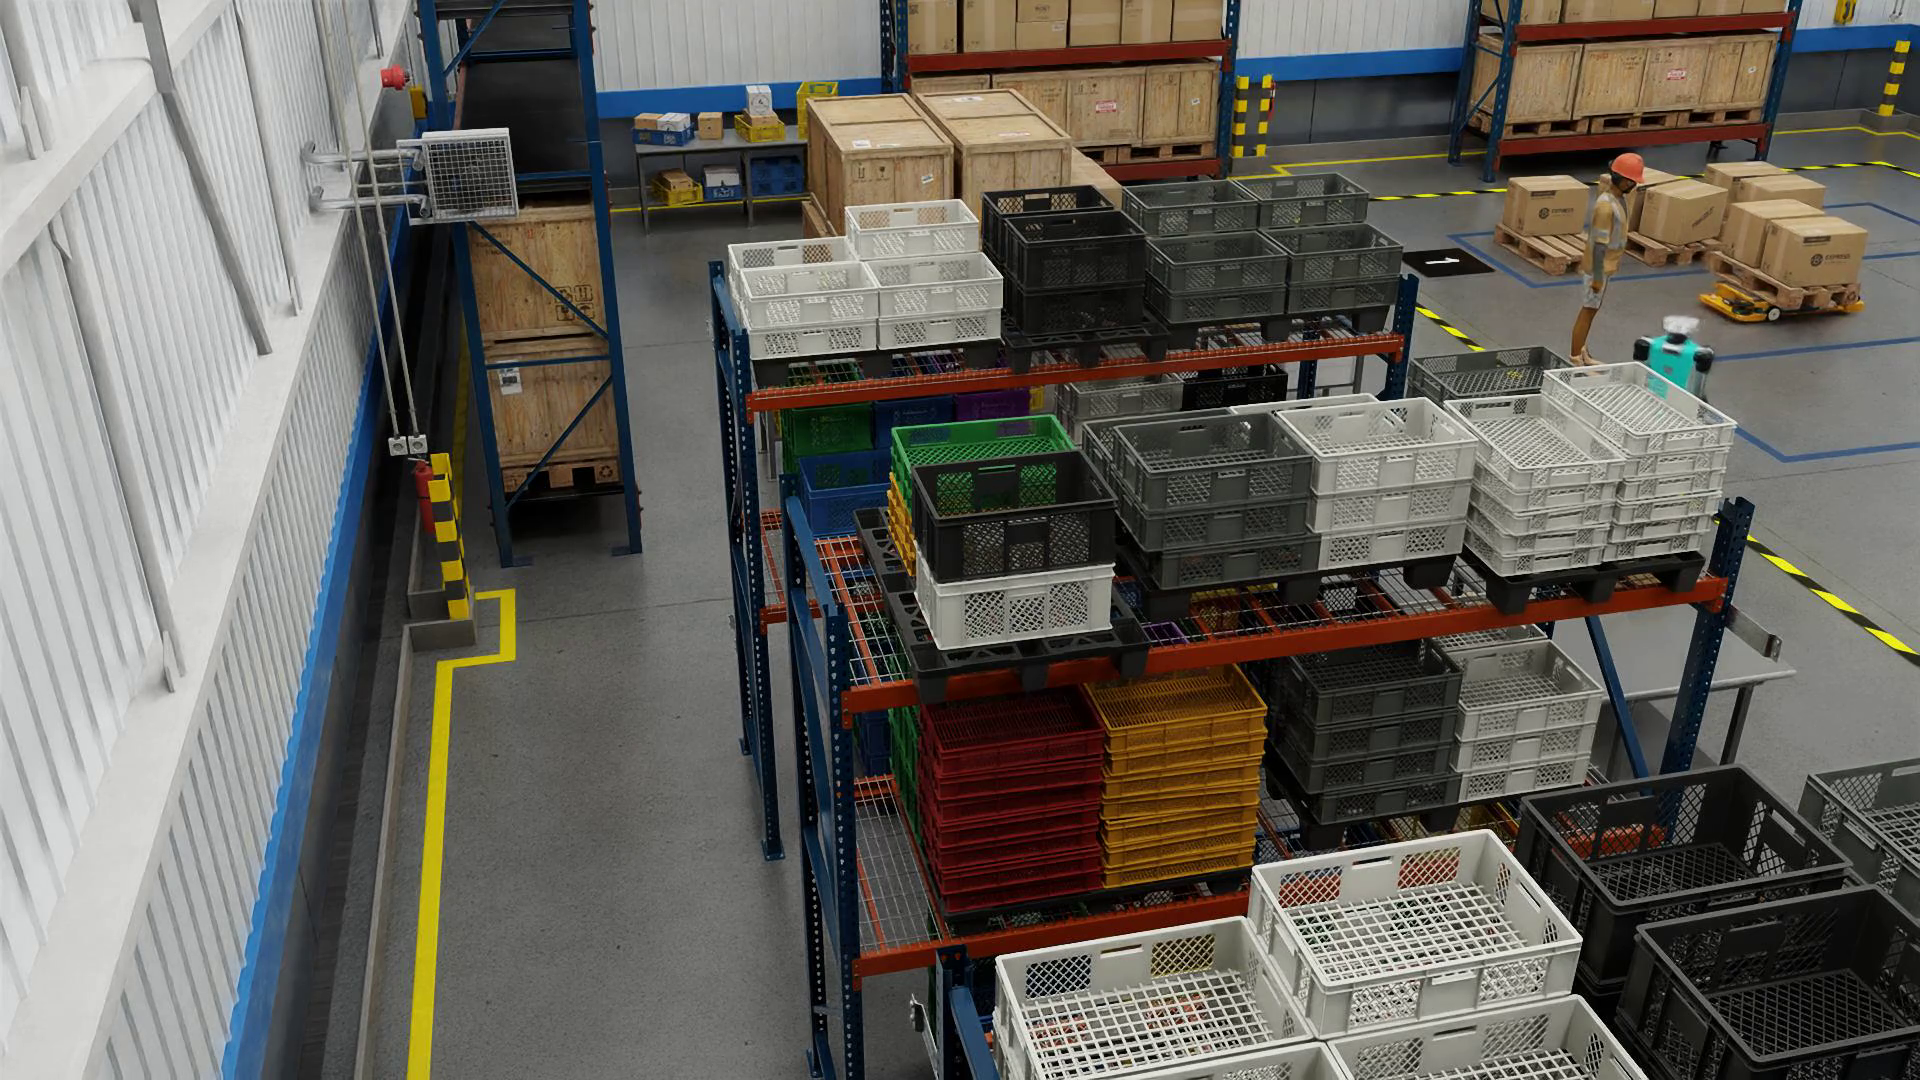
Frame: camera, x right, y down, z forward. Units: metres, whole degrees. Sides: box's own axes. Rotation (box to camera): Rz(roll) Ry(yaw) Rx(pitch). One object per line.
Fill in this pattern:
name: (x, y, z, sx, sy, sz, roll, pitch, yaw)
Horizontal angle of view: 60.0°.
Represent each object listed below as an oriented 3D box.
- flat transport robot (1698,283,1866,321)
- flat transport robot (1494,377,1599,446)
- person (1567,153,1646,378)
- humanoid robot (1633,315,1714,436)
flat transport robot: (8.230, -2.438, 16.642, 1.431, 0.197, 0.652, -6, 28, -12)
flat transport robot: (4.780, -1.036, 14.013, 0.659, 0.231, 1.431, -6, 28, -12)
person: (5.725, -2.426, 14.761, 0.391, 2.033, 0.604, 15, 31, 26)
humanoid robot: (5.110, -0.843, 12.061, 0.554, 1.738, 1.024, 18, 33, 31)
